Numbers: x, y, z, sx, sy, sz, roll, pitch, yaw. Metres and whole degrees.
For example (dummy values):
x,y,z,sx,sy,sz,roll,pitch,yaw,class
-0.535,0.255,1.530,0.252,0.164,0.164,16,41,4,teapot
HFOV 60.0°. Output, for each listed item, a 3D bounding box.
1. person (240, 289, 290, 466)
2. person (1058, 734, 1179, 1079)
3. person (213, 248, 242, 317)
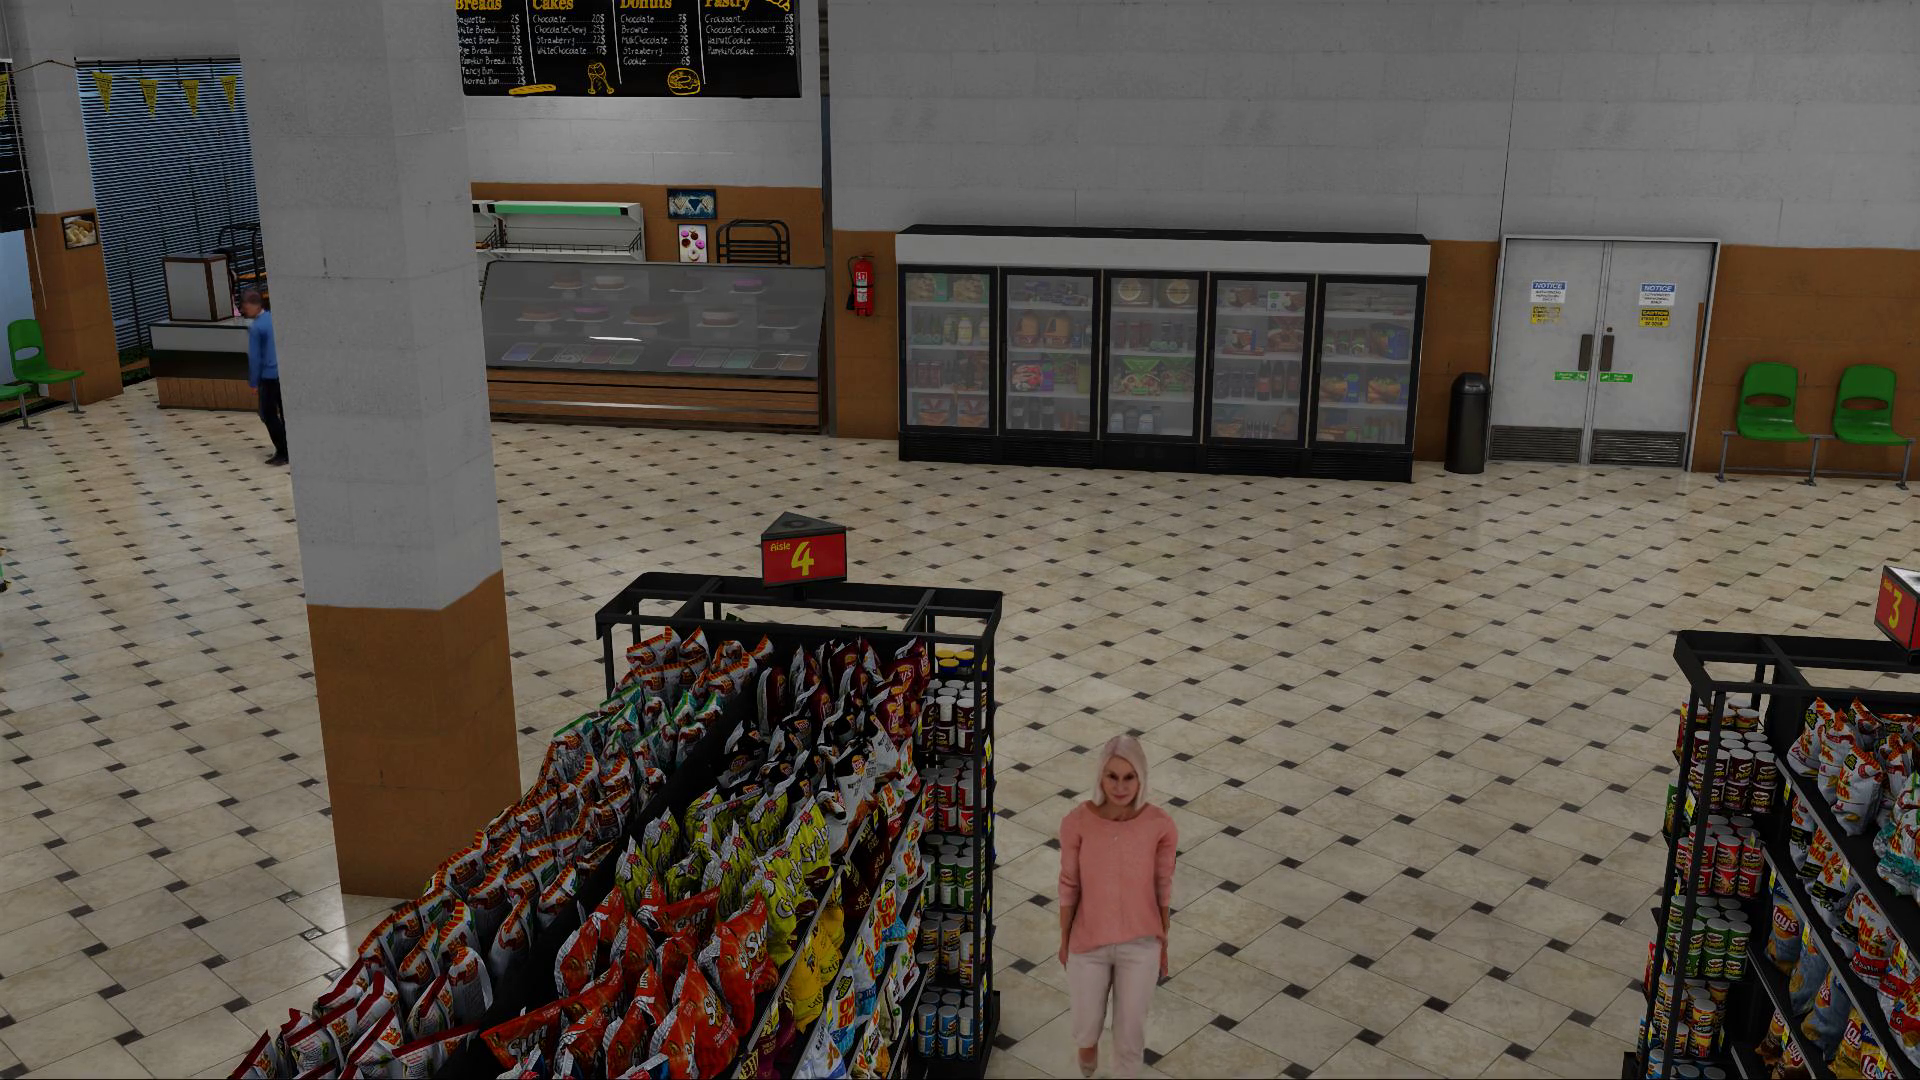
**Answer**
x,y,z,sx,sy,sz,roll,pitch,yaw,class
-6.906,-1.676,16.825,0.867,1.775,0.490,8,19,24,person
0.596,1.517,6.417,0.672,1.712,0.912,0,17,2,person
-8.865,-2.674,20.172,0.661,1.740,0.497,0,17,1,person
